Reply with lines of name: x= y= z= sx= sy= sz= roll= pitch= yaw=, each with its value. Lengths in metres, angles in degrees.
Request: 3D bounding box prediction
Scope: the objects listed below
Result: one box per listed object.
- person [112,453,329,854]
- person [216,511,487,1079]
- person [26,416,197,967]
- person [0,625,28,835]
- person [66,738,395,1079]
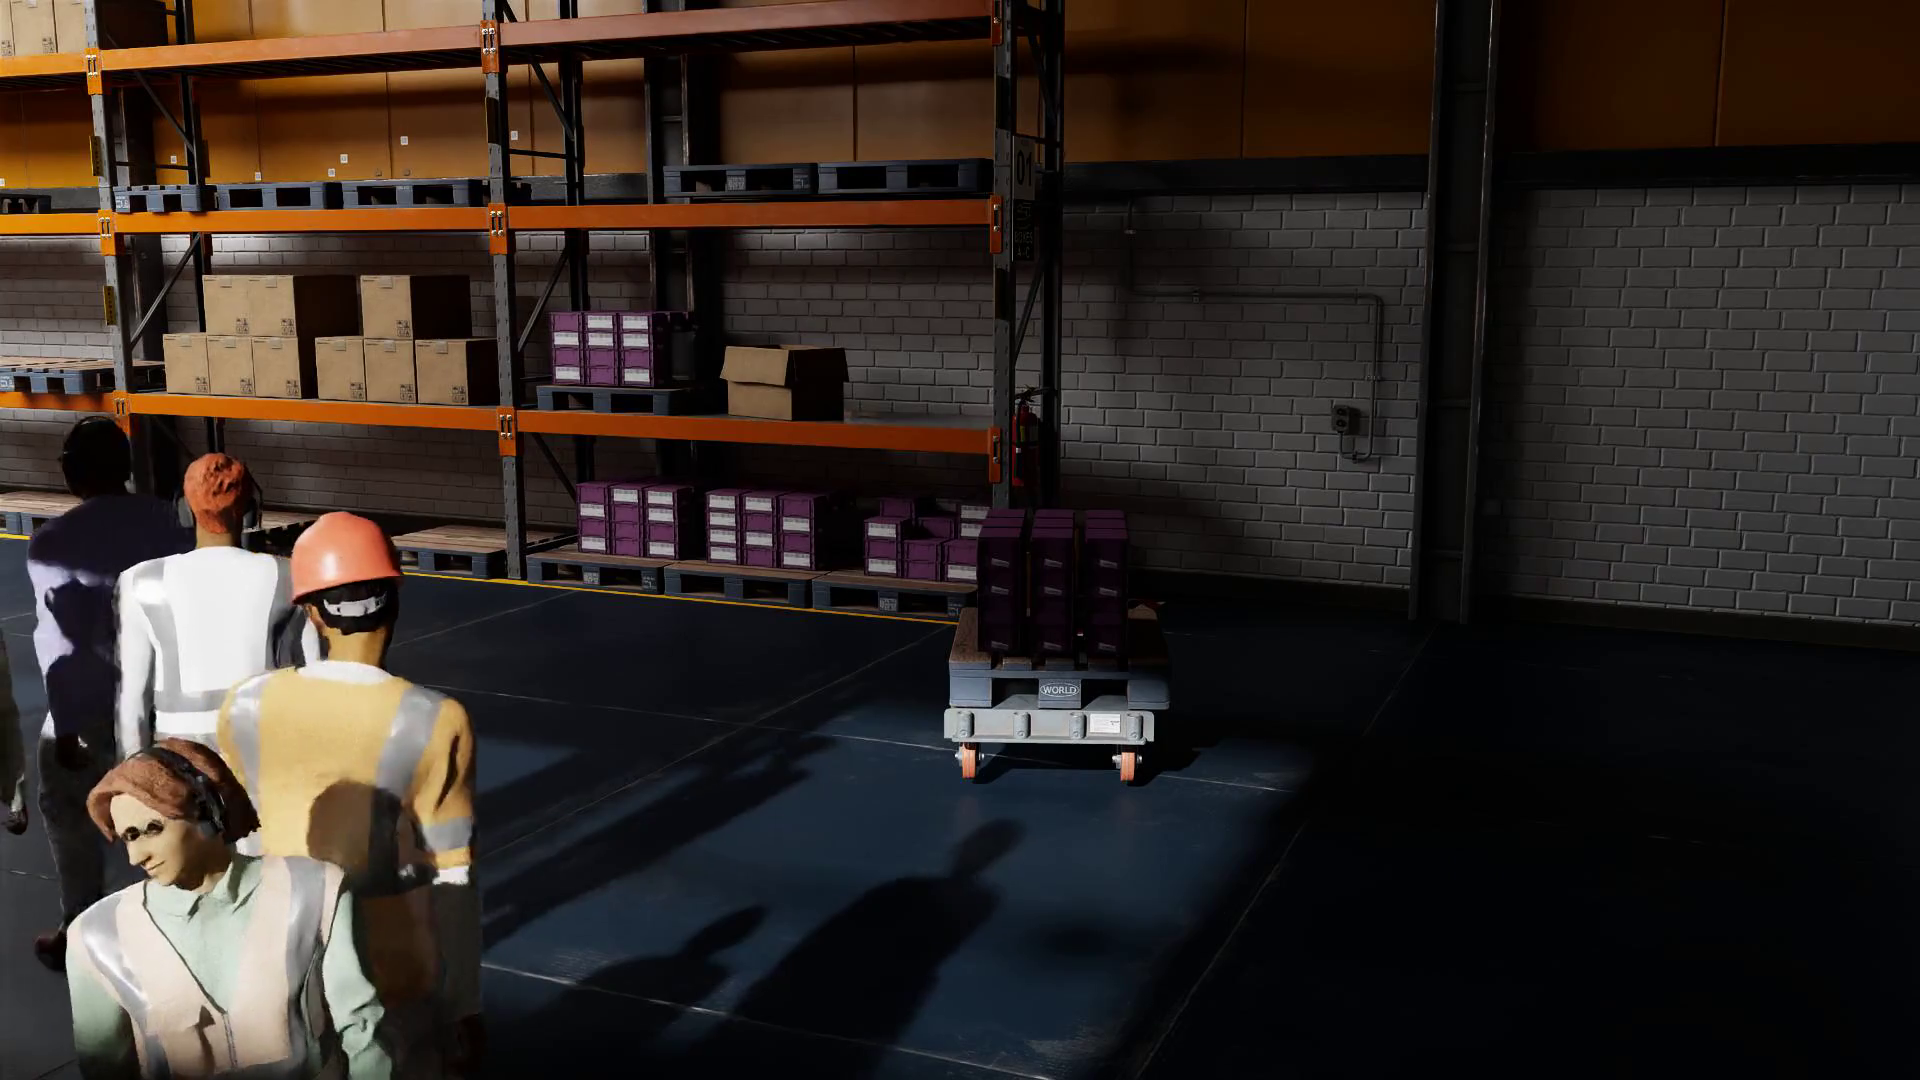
person: x=-2.155 y=0.674 z=4.925 sx=0.614 sy=1.871 sz=0.432 roll=-5 pitch=11 yaw=-26
person: x=-1.255 y=0.893 z=3.517 sx=0.556 sy=1.903 sz=0.459 roll=1 pitch=10 yaw=6
person: x=-2.918 y=0.534 z=5.661 sx=0.770 sy=1.912 sz=0.647 roll=4 pitch=10 yaw=25
person: x=-3.053 y=0.755 z=4.875 sx=0.741 sy=1.737 sz=0.526 roll=8 pitch=12 yaw=39
person: x=-1.304 y=1.123 z=3.049 sx=0.526 sy=1.604 sz=0.701 roll=-4 pitch=10 yaw=-24
